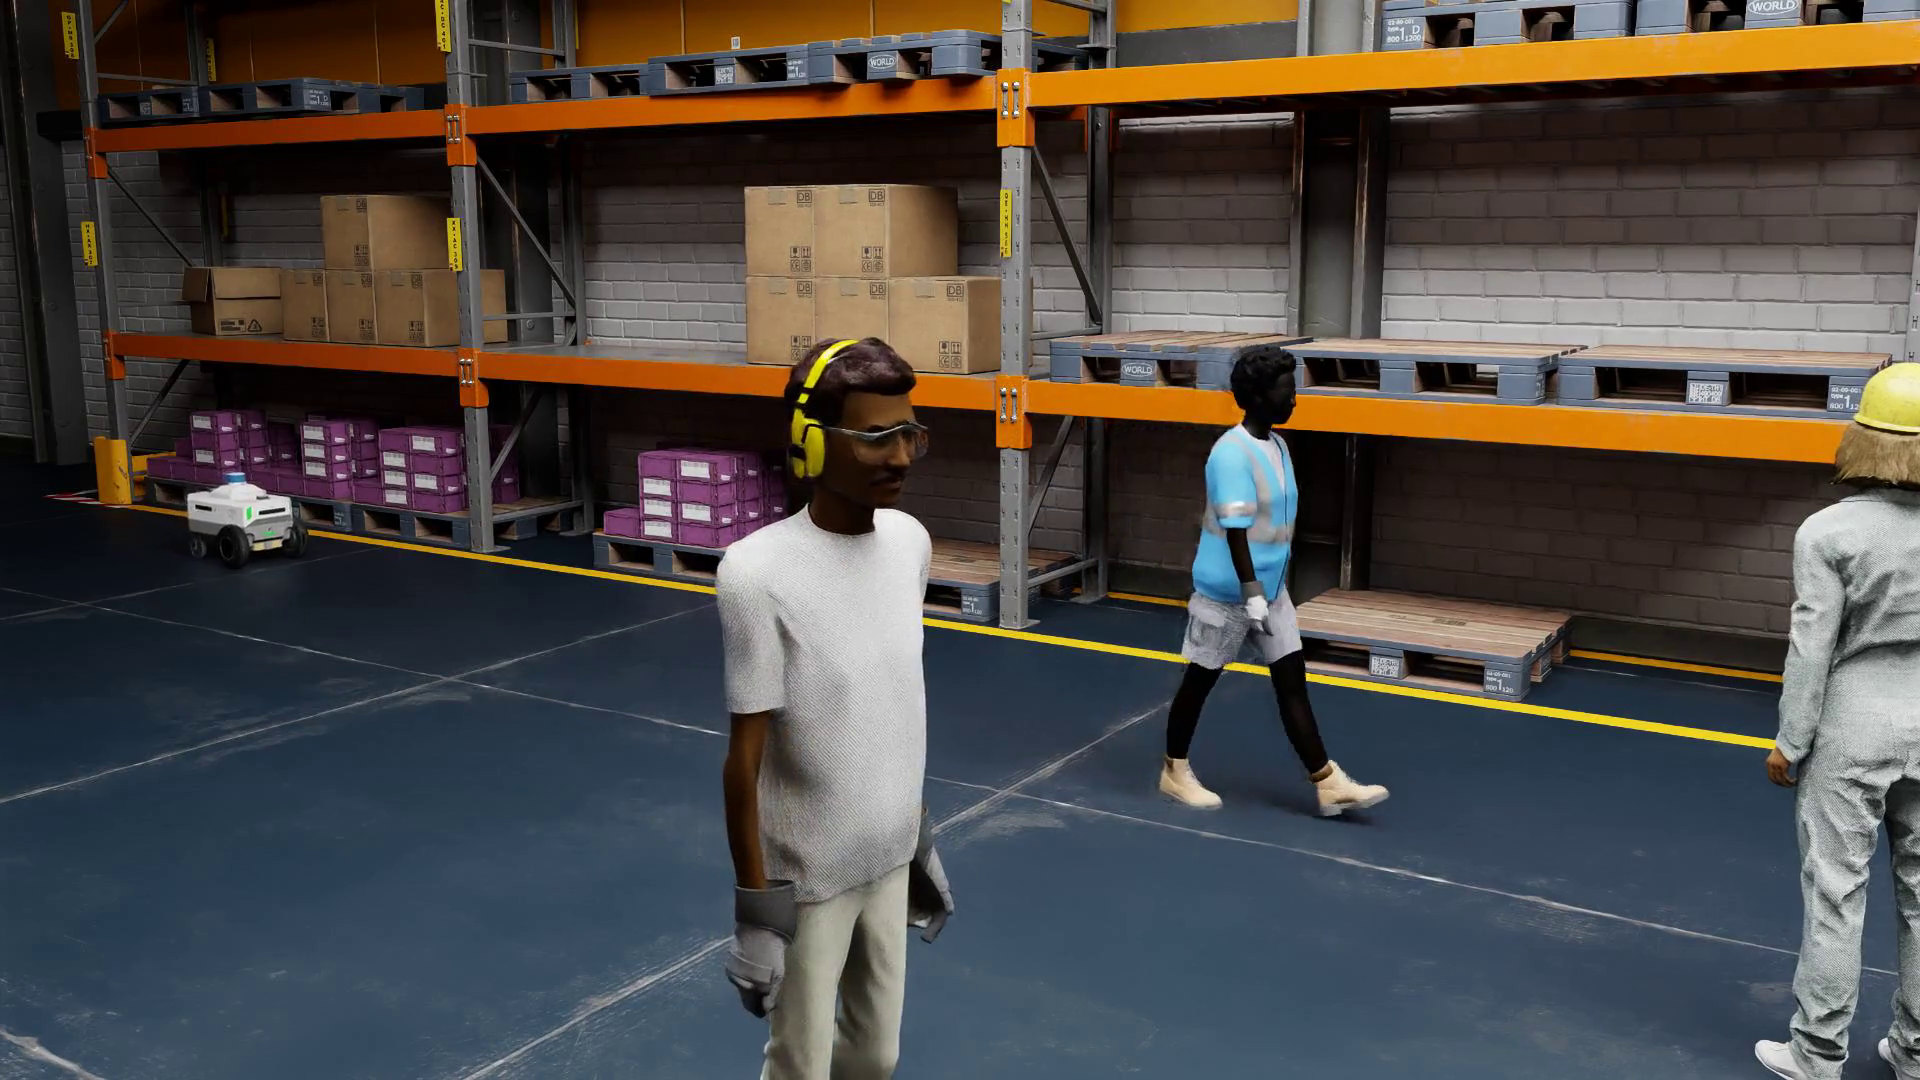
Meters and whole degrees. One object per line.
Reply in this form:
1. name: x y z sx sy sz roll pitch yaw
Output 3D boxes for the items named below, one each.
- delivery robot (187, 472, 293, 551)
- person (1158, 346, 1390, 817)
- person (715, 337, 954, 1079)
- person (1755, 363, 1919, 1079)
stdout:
1. delivery robot: -4.552 -0.183 10.505 0.707 0.478 0.477 7 12 34
2. person: 1.063 0.168 5.733 0.847 1.652 0.547 7 12 34
3. person: -0.199 0.583 2.888 0.310 1.864 0.533 7 13 36
4. person: 2.152 0.459 3.913 0.485 1.745 0.296 0 10 1
